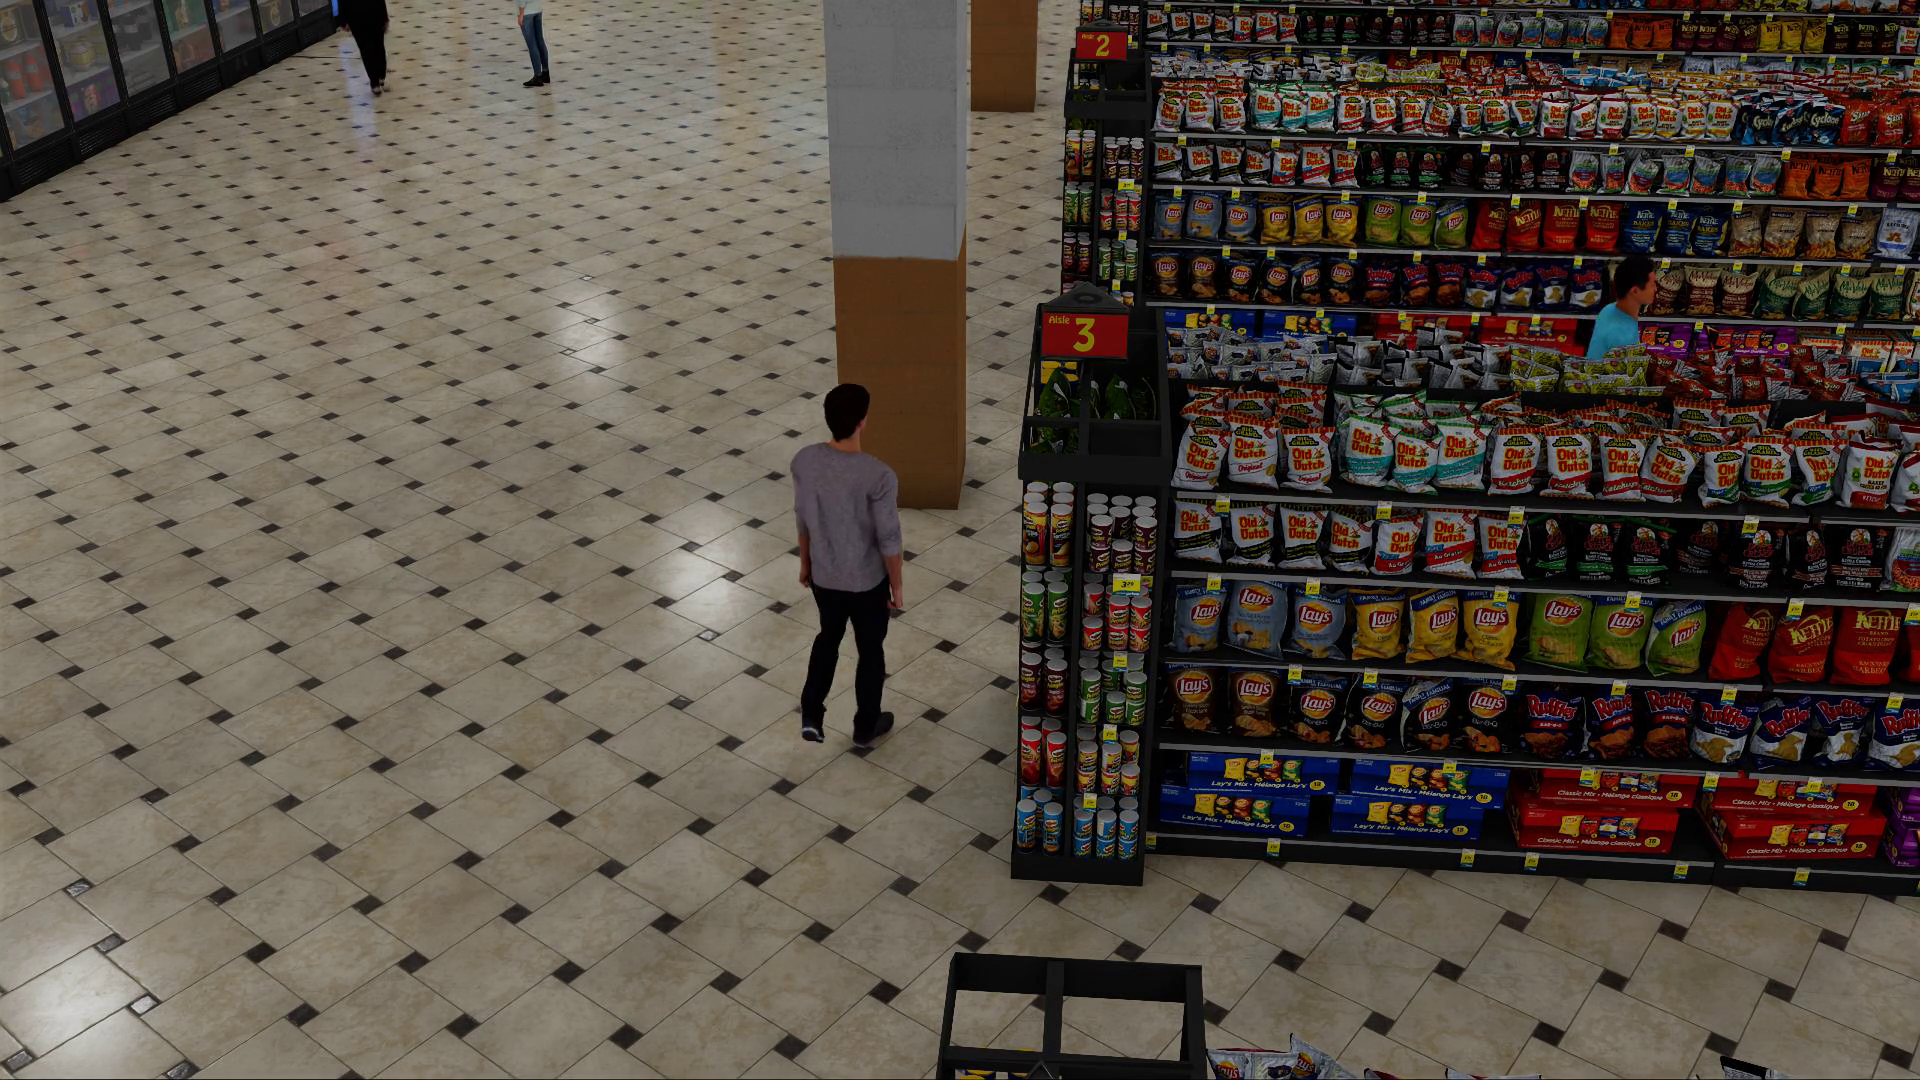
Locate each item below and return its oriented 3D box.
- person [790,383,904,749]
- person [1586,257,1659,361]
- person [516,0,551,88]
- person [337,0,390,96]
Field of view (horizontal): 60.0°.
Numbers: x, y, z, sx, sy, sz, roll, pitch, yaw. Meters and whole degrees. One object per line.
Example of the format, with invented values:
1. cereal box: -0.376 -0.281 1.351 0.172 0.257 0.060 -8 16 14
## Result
1. person: -0.536 0.191 7.348 0.841 1.828 0.869 12 31 20
2. person: 3.403 -0.695 9.036 0.674 1.765 0.702 9 30 16
3. person: -4.894 -6.018 18.911 0.563 1.645 0.618 9 30 16
4. person: -6.609 -5.765 18.507 1.004 1.588 1.002 -13 31 -22
